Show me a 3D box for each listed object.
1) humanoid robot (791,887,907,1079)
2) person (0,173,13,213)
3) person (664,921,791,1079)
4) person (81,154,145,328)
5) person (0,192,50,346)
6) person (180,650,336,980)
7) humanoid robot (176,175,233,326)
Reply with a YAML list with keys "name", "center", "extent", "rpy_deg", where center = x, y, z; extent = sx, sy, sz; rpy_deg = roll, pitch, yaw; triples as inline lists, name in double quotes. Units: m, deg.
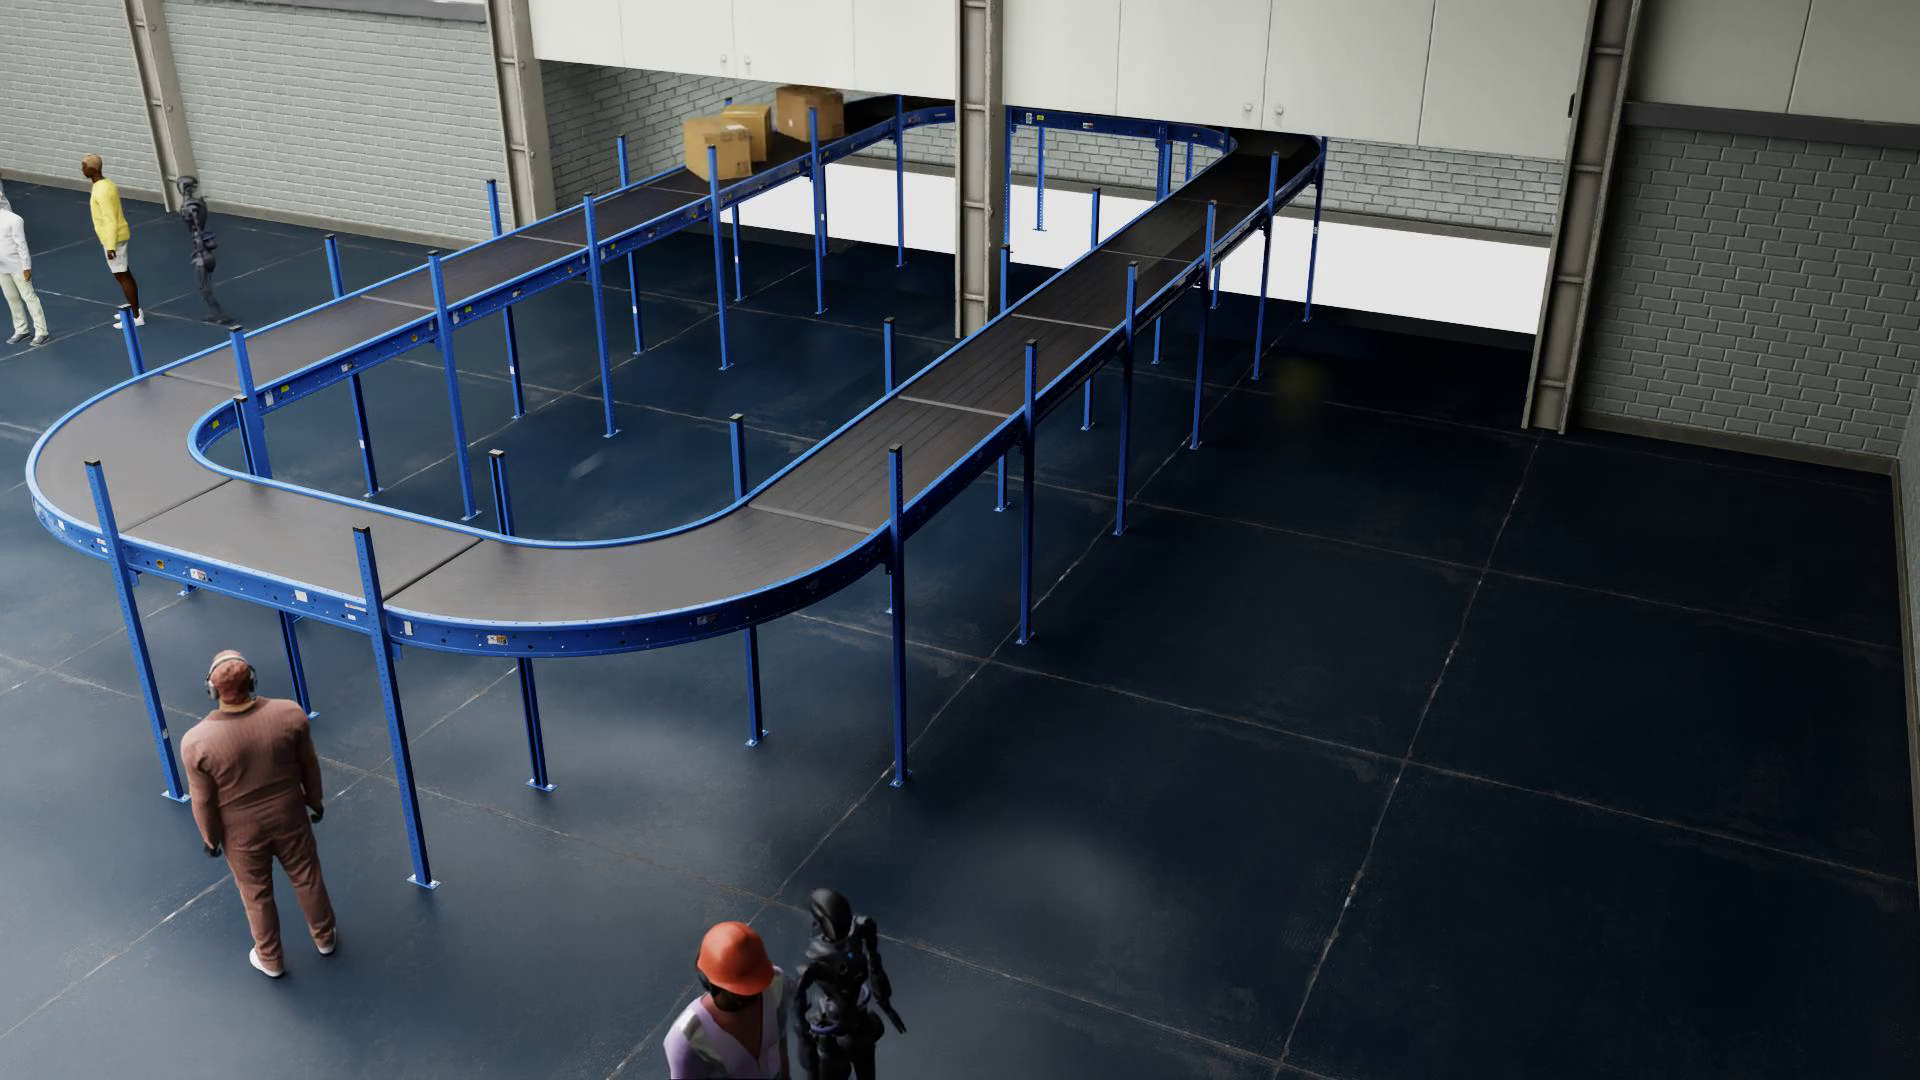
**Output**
- name: "humanoid robot"
  center: [-0.526, 2.200, 7.462]
  extent: [0.387, 1.649, 0.615]
  rpy_deg: [19, 32, 33]
- name: "person"
  center: [-12.232, -4.578, 20.826]
  extent: [0.373, 1.940, 0.630]
  rpy_deg: [4, 27, 8]
- name: "person"
  center: [-0.868, 2.365, 6.720]
  extent: [0.394, 2.042, 0.608]
  rpy_deg: [20, 33, 35]
- name: "person"
  center: [-9.301, -3.285, 18.262]
  extent: [0.364, 1.898, 0.559]
  rpy_deg: [-10, 28, -19]
- name: "person"
  center: [-10.144, -2.931, 17.721]
  extent: [0.561, 1.745, 0.345]
  rpy_deg: [7, 27, 15]
- name: "person"
  center: [-3.675, 1.437, 8.741]
  extent: [0.643, 1.907, 0.403]
  rpy_deg: [-19, 32, -33]
- name: "humanoid robot"
  center: [-8.362, -3.189, 18.322]
  extent: [0.324, 1.653, 0.588]
  rpy_deg: [-14, 30, -26]
